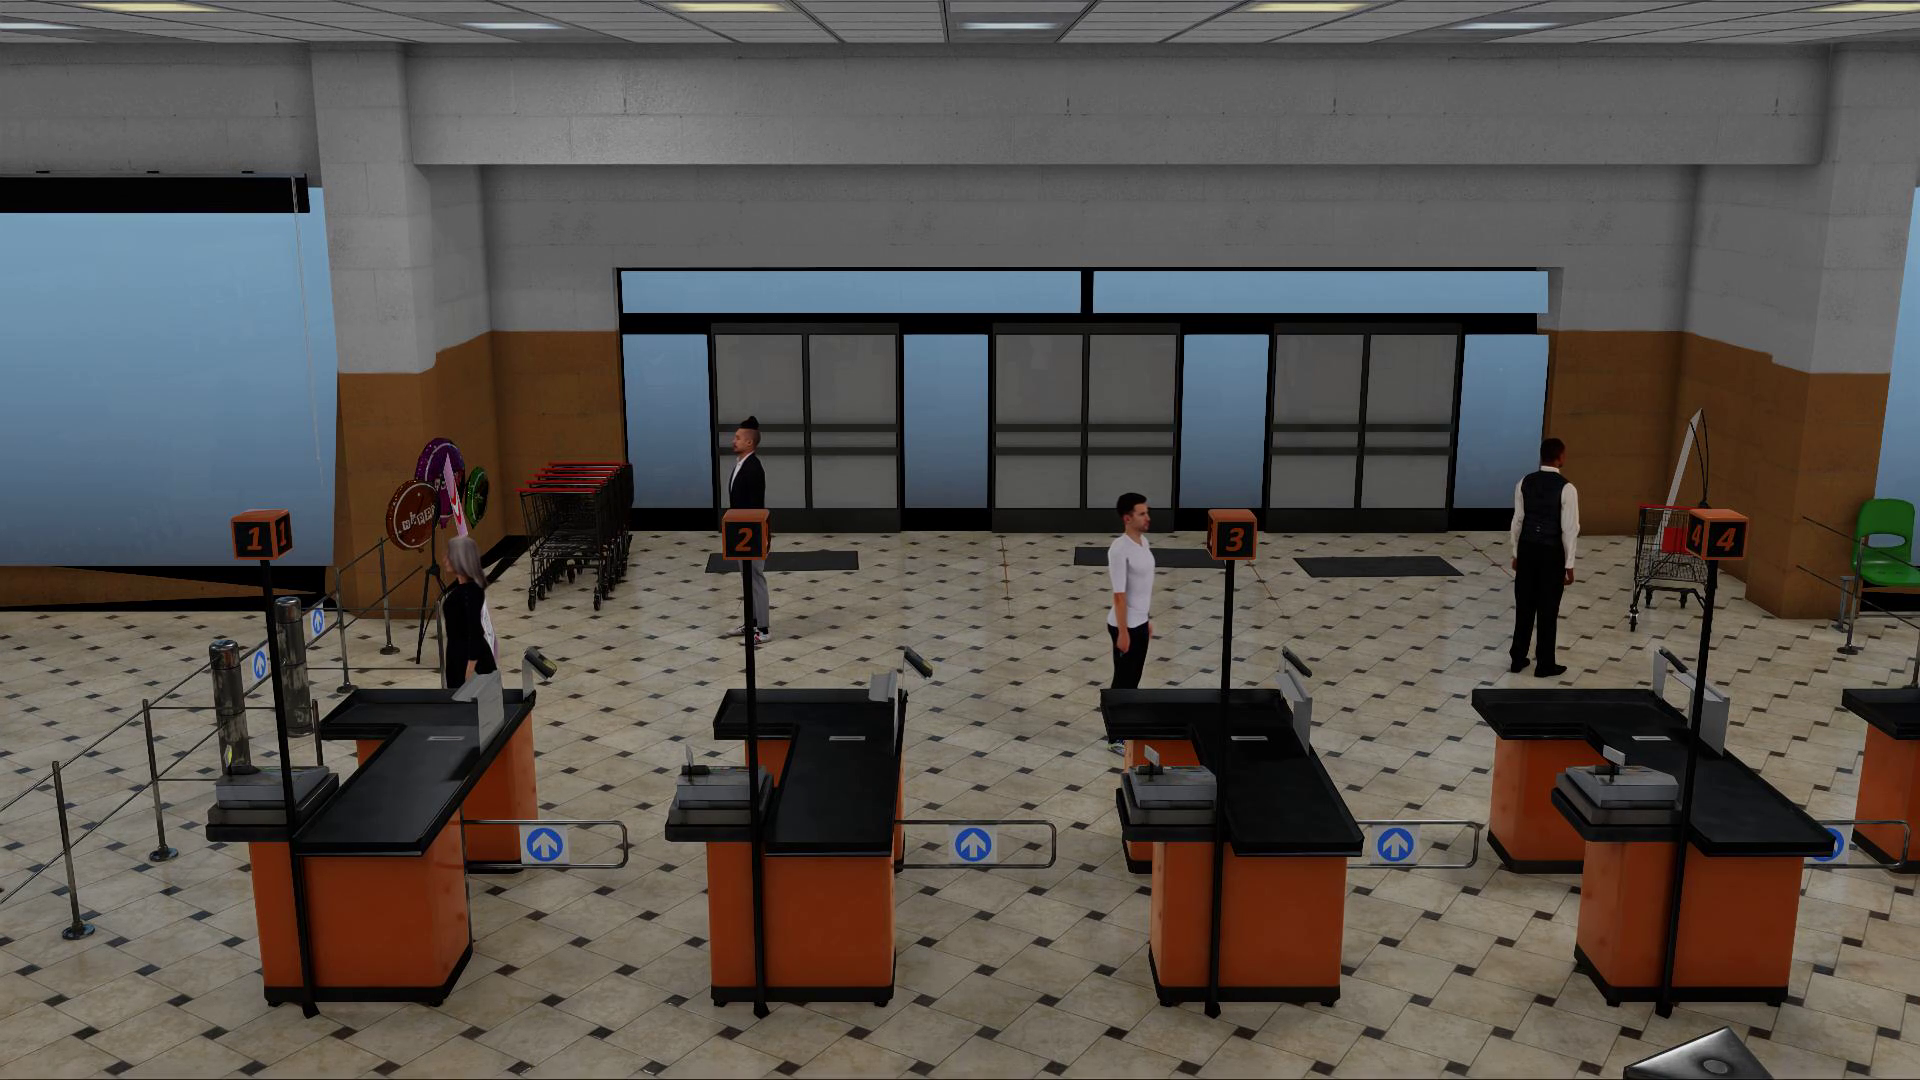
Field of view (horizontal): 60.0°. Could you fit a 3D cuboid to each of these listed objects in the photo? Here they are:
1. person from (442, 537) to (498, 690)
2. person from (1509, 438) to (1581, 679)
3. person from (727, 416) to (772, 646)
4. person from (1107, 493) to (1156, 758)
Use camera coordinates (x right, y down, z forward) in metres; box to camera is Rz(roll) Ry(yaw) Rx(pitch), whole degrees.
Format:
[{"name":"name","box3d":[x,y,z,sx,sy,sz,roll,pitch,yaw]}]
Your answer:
[{"name":"person","box3d":[-3.195,0.823,10.844,0.746,1.746,0.630,-6,15,-22]},{"name":"person","box3d":[4.663,0.130,13.339,0.833,1.917,0.767,-13,19,-42]},{"name":"person","box3d":[-1.784,-0.092,14.184,0.847,1.950,0.693,-6,15,-23]},{"name":"person","box3d":[1.185,0.573,11.653,0.819,1.851,0.693,8,16,29]}]
